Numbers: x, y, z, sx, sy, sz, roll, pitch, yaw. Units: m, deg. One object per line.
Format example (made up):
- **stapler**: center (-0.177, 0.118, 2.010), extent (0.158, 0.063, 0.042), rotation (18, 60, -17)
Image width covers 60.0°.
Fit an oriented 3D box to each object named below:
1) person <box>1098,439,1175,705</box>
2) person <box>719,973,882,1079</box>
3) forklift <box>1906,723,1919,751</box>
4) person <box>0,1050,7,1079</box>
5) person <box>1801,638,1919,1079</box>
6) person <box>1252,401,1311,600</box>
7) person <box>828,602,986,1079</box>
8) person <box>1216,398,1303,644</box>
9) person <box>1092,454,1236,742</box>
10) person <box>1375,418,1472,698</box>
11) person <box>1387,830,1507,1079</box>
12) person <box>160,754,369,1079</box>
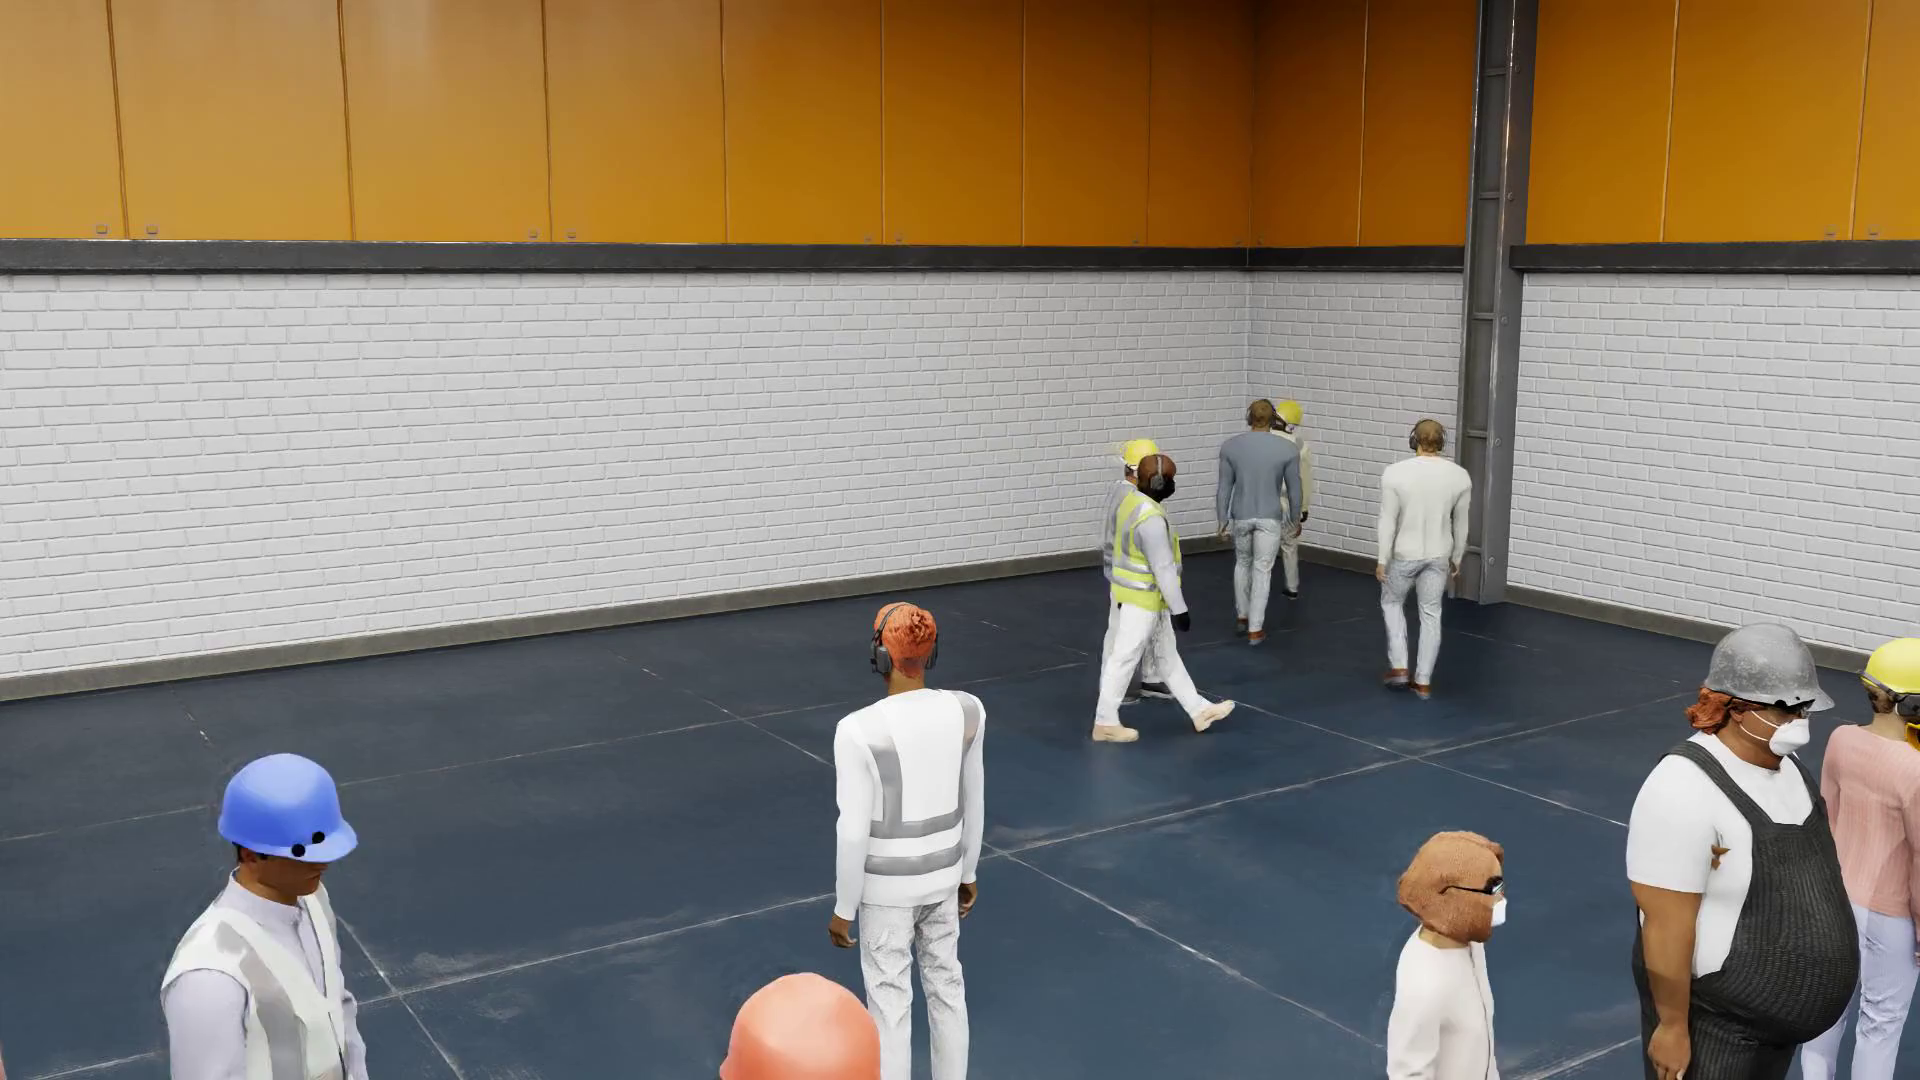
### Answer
- **person**: center (1.247, 0.230, 11.133), extent (0.697, 1.807, 0.600), rotation (2, 10, 9)
- **person**: center (-0.255, 1.589, 2.585), extent (0.585, 1.922, 0.407), rotation (-6, 11, -33)
- **forklift**: center (5.511, 0.571, 7.906), extent (2.313, 2.155, 1.214), rotation (-6, 11, -33)
- **person**: center (-2.337, 1.415, 3.488), extent (0.666, 1.961, 0.460), rotation (-9, 13, -42)
- **person**: center (3.031, 1.188, 5.477), extent (0.314, 1.769, 0.525), rotation (-2, 10, -9)
- **person**: center (2.789, -0.335, 14.628), extent (0.602, 1.787, 0.577), rotation (4, 10, 20)
- **person**: center (-0.173, 1.132, 5.465), extent (0.583, 1.882, 0.350), rotation (-7, 12, -37)
- **person**: center (2.398, -0.170, 13.238), extent (0.644, 1.908, 0.865), rotation (4, 10, 23)
- **person**: center (1.265, 0.370, 10.288), extent (0.952, 1.795, 0.657), rotation (0, 9, 1)
- **person**: center (3.169, 0.113, 11.493), extent (0.652, 1.918, 0.590), rotation (0, 9, -3)
- **person**: center (1.186, 1.486, 4.207), extent (0.850, 1.594, 0.509), rotation (5, 11, 27)
- **person**: center (-1.490, 1.399, 3.765), extent (0.501, 1.919, 0.674), rotation (-1, 9, -4)
